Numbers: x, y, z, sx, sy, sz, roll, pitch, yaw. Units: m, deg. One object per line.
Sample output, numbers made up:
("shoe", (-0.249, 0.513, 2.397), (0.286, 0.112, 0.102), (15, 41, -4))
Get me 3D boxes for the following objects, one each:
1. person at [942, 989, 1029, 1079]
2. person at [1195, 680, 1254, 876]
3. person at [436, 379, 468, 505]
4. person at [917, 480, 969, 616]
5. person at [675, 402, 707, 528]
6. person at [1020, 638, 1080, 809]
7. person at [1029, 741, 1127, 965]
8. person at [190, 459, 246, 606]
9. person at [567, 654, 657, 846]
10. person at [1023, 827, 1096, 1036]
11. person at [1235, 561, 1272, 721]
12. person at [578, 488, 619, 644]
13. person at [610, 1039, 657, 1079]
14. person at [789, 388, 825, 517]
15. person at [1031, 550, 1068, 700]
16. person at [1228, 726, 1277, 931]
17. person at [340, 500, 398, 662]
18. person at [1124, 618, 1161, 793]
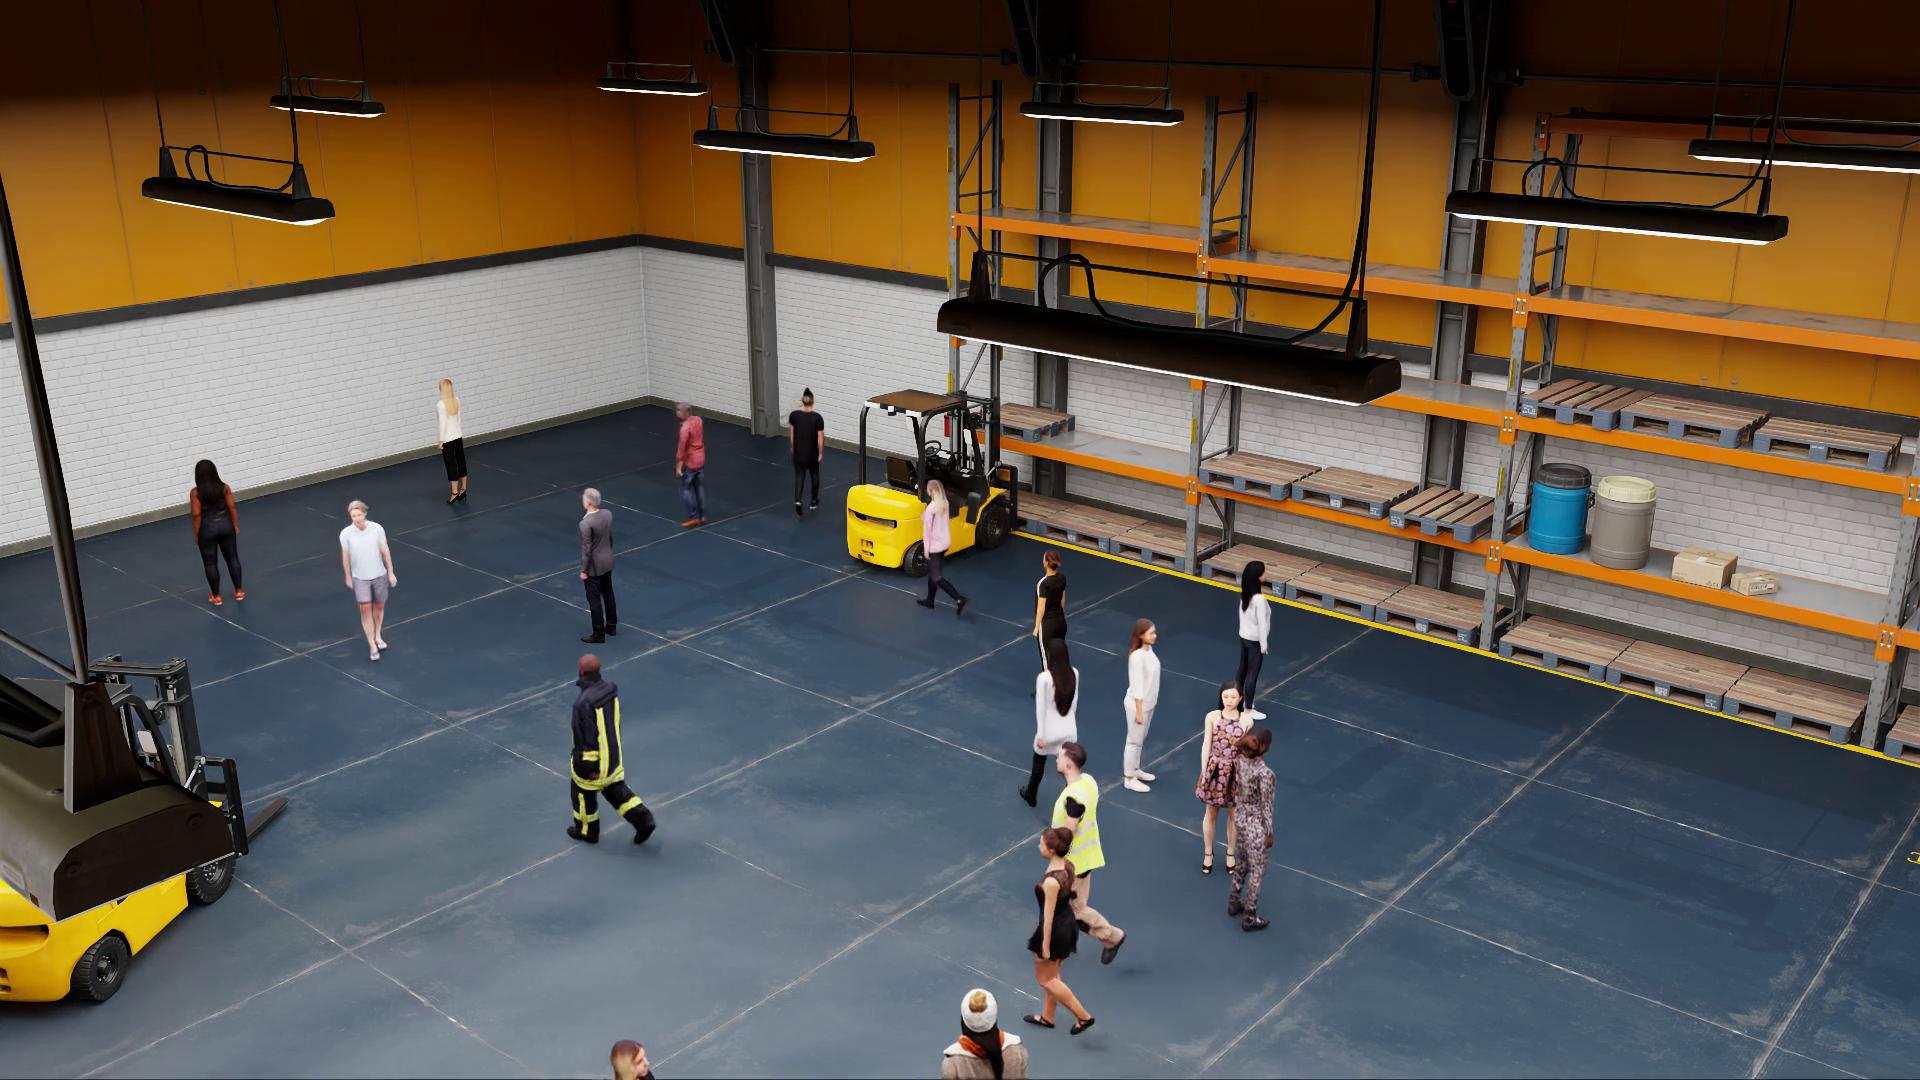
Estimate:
("person", (0.131, 3.427, 9.709), (0.822, 1.896, 0.853), (-5, 19, -15))
("person", (2.251, 2.013, 14.097), (0.781, 1.775, 0.858), (2, 19, 6))
("person", (-7.411, -1.441, 24.224), (0.624, 1.859, 0.667), (7, 20, 21))
("person", (-0.208, 0.111, 19.922), (1.053, 1.662, 0.676), (12, 22, 31))
("person", (-3.741, -1.093, 23.266), (0.669, 1.809, 0.775), (17, 25, 40))
("person", (0.915, 1.779, 14.822), (0.950, 1.756, 1.259), (-9, 21, -25))
("person", (0.937, 2.434, 12.772), (1.142, 1.822, 0.980), (4, 19, 12))
("person", (-9.108, -0.112, 20.343), (0.734, 1.815, 0.692), (-13, 23, -35))
("person", (-3.079, 1.860, 14.518), (1.228, 1.797, 0.948), (9, 21, 24))
("person", (0.748, 2.817, 11.869), (0.869, 1.673, 0.691), (9, 21, 26))
("person", (3.013, 1.014, 17.180), (0.766, 1.700, 0.666), (-5, 19, -15))
("person", (-4.187, 0.271, 19.167), (0.718, 1.842, 0.786), (8, 20, 22))
("person", (-1.936, 3.602, 9.603), (1.106, 1.632, 0.929), (3, 19, 9))
("person", (-2.214, -1.251, 23.682), (1.152, 1.844, 1.105), (3, 19, 9))
("person", (0.969, 0.889, 17.600), (0.530, 1.669, 0.586), (17, 25, 41))
("person", (2.344, 2.289, 13.378), (0.736, 1.711, 0.648), (-6, 20, -17))
("person", (-6.718, 0.394, 18.861), (0.833, 1.804, 0.994), (-12, 22, -31))
("person", (1.700, 1.530, 15.669), (0.647, 1.688, 0.671), (6, 20, 18))
